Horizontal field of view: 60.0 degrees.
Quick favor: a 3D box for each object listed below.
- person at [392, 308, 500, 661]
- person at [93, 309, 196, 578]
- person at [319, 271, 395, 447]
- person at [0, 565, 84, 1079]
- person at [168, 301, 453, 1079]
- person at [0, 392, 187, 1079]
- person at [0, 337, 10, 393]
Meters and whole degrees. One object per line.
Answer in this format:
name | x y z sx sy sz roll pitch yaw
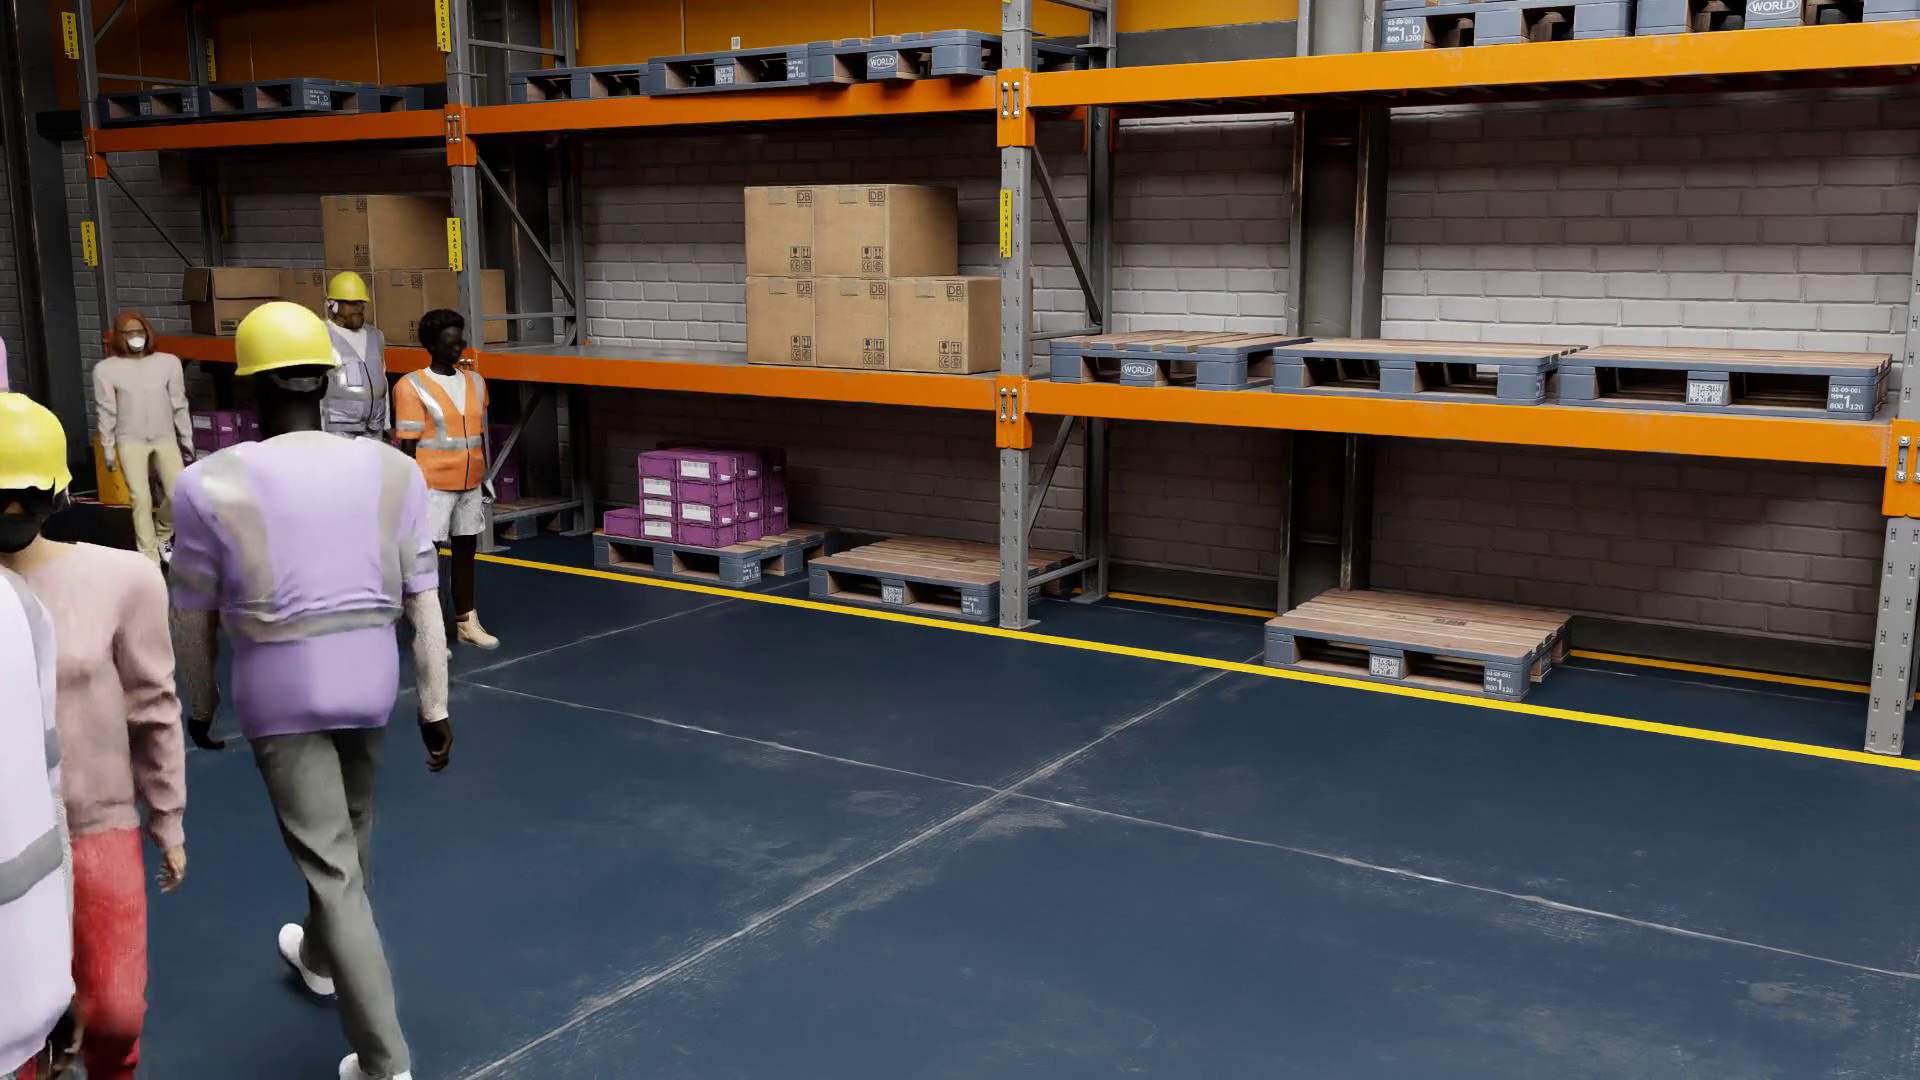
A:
person | -2.490 -0.273 8.092 0.319 1.698 0.532 6 12 32
person | -4.848 -0.562 9.906 0.520 1.619 0.425 -8 13 -38
person | -3.729 -0.724 10.218 0.403 1.833 0.586 6 12 32
person | -1.552 0.670 2.252 0.739 1.912 0.558 -1 10 -6
person | -1.584 0.368 4.051 0.580 1.870 0.965 -10 14 -43
person | -1.807 0.569 3.264 0.547 1.741 0.486 -5 11 -25
person | -4.302 -0.250 7.010 0.609 2.044 0.396 -4 11 -22
